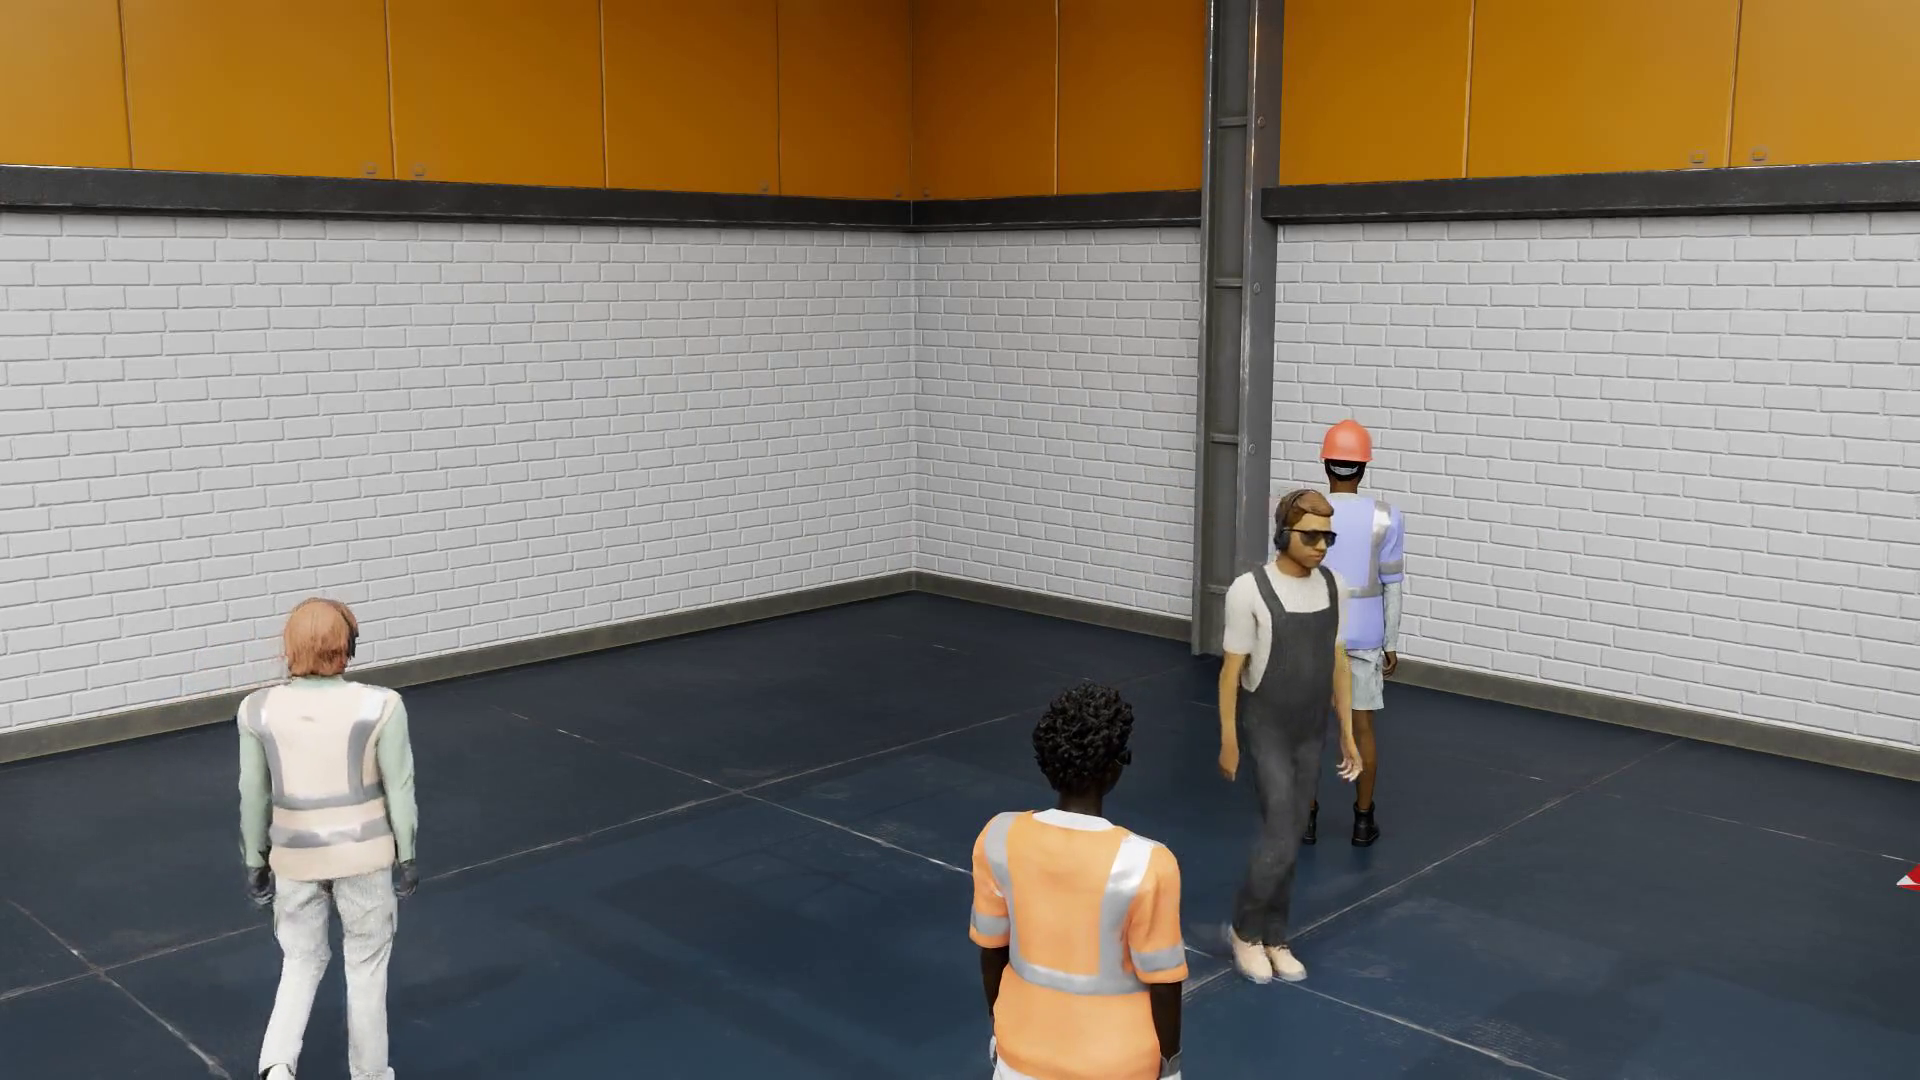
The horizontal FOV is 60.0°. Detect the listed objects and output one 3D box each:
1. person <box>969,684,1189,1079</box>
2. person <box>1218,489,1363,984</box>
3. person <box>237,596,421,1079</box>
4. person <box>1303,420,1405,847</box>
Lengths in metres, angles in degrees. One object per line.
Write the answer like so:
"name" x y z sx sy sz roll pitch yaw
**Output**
"person" 0.274 1.159 3.756 0.532 1.697 0.316 6 11 32
"person" 1.206 0.720 6.052 0.500 1.828 0.432 -5 11 -29
"person" -1.910 0.994 5.005 0.527 1.627 0.507 0 9 -2
"person" 1.712 0.426 7.515 0.545 1.938 0.362 2 9 10
